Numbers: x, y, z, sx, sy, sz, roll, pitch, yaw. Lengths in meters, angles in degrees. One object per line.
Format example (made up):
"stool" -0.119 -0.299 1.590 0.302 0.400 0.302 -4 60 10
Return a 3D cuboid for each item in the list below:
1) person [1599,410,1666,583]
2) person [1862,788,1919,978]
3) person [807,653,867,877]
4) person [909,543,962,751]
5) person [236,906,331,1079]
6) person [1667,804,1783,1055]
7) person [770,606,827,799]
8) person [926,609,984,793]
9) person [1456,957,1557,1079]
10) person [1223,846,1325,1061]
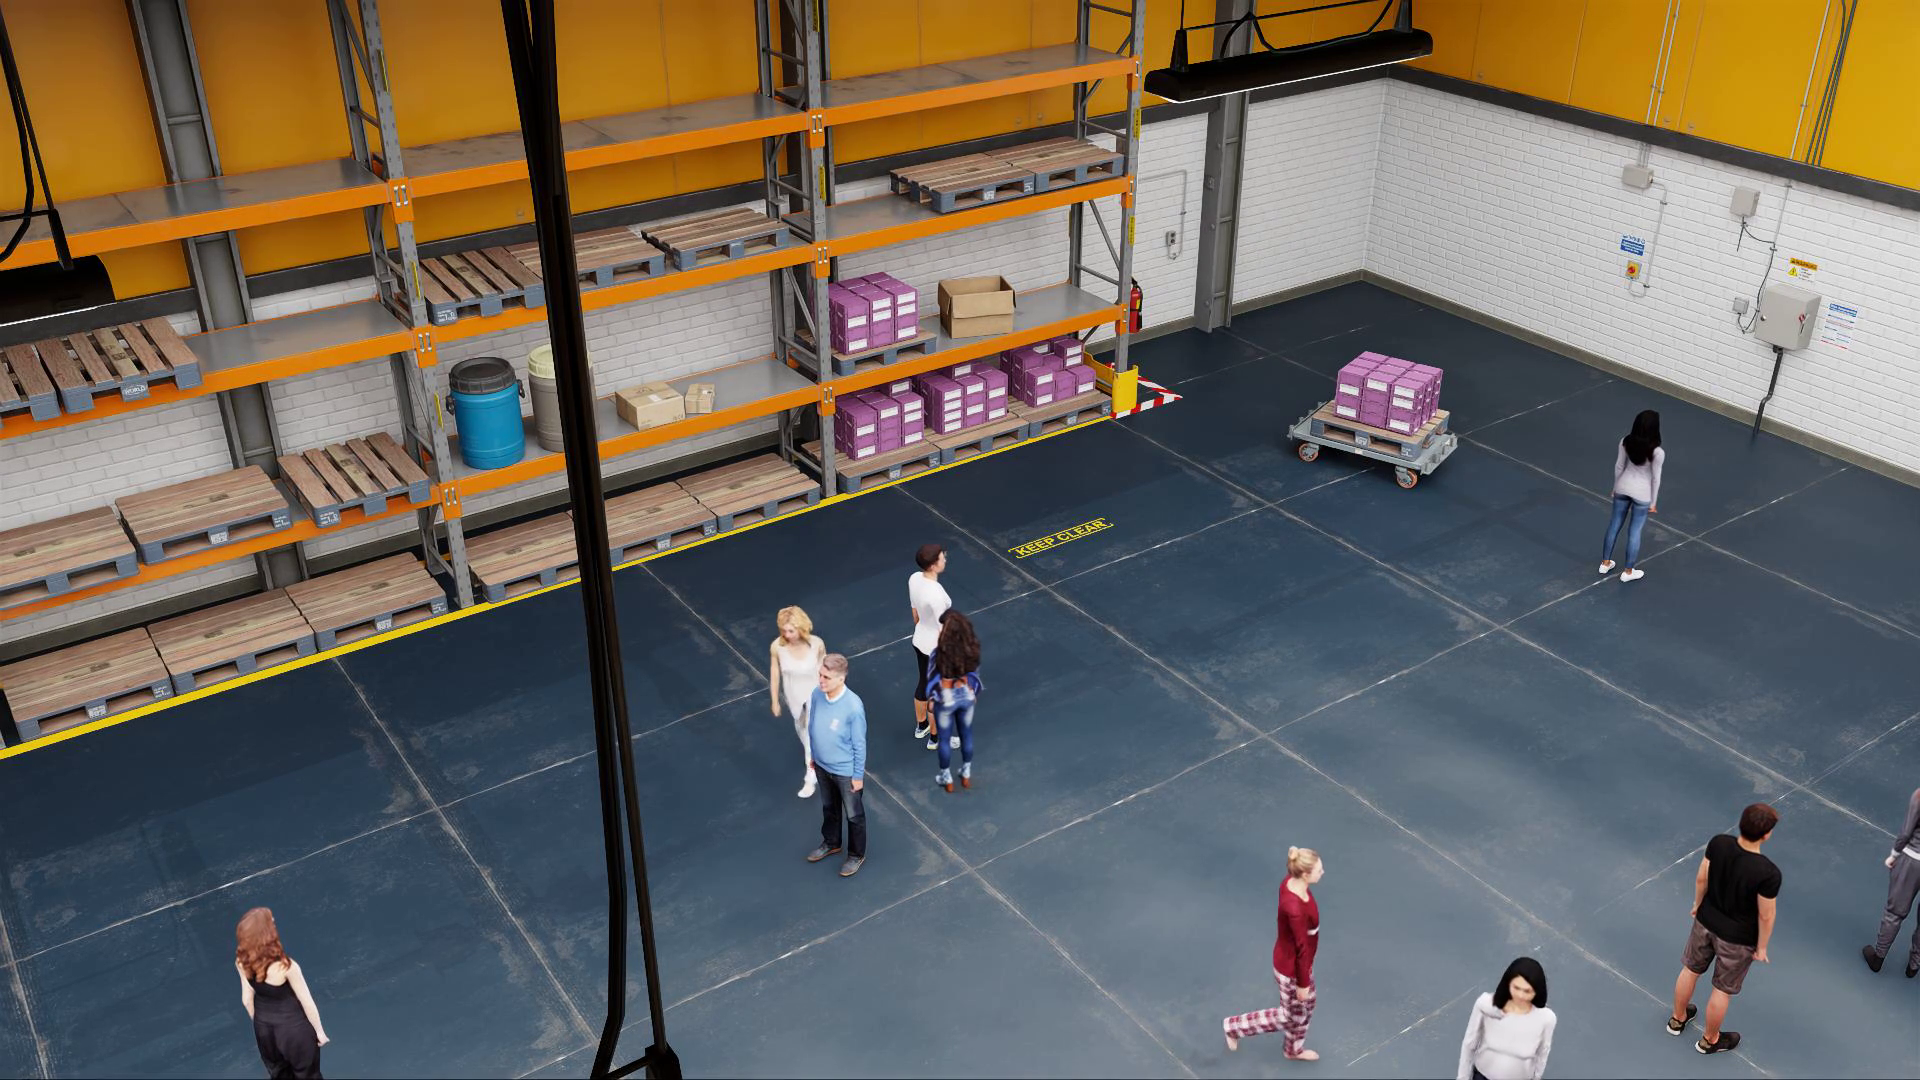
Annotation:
"person" 6.409 -0.432 15.835 0.542 1.735 0.619 -22 35 -34
"person" 6.410 2.154 11.049 0.655 1.779 0.676 9 30 17
"person" -0.876 1.590 12.041 0.717 1.820 0.676 20 35 32
"person" -0.227 0.843 13.377 0.580 1.852 0.690 -15 32 -26
"person" -3.987 2.867 9.775 0.654 1.746 0.720 4 29 7
"person" 4.814 2.423 10.471 0.555 1.861 0.682 -17 33 -29
"person" -1.205 1.151 13.049 1.058 1.624 1.059 -1 29 -2
"person" -0.035 1.232 12.899 0.568 1.626 0.718 -10 30 -18
"person" 3.137 3.013 9.582 0.871 1.675 0.998 13 31 22
"person" 1.999 2.609 10.315 0.979 1.683 0.920 5 29 8
